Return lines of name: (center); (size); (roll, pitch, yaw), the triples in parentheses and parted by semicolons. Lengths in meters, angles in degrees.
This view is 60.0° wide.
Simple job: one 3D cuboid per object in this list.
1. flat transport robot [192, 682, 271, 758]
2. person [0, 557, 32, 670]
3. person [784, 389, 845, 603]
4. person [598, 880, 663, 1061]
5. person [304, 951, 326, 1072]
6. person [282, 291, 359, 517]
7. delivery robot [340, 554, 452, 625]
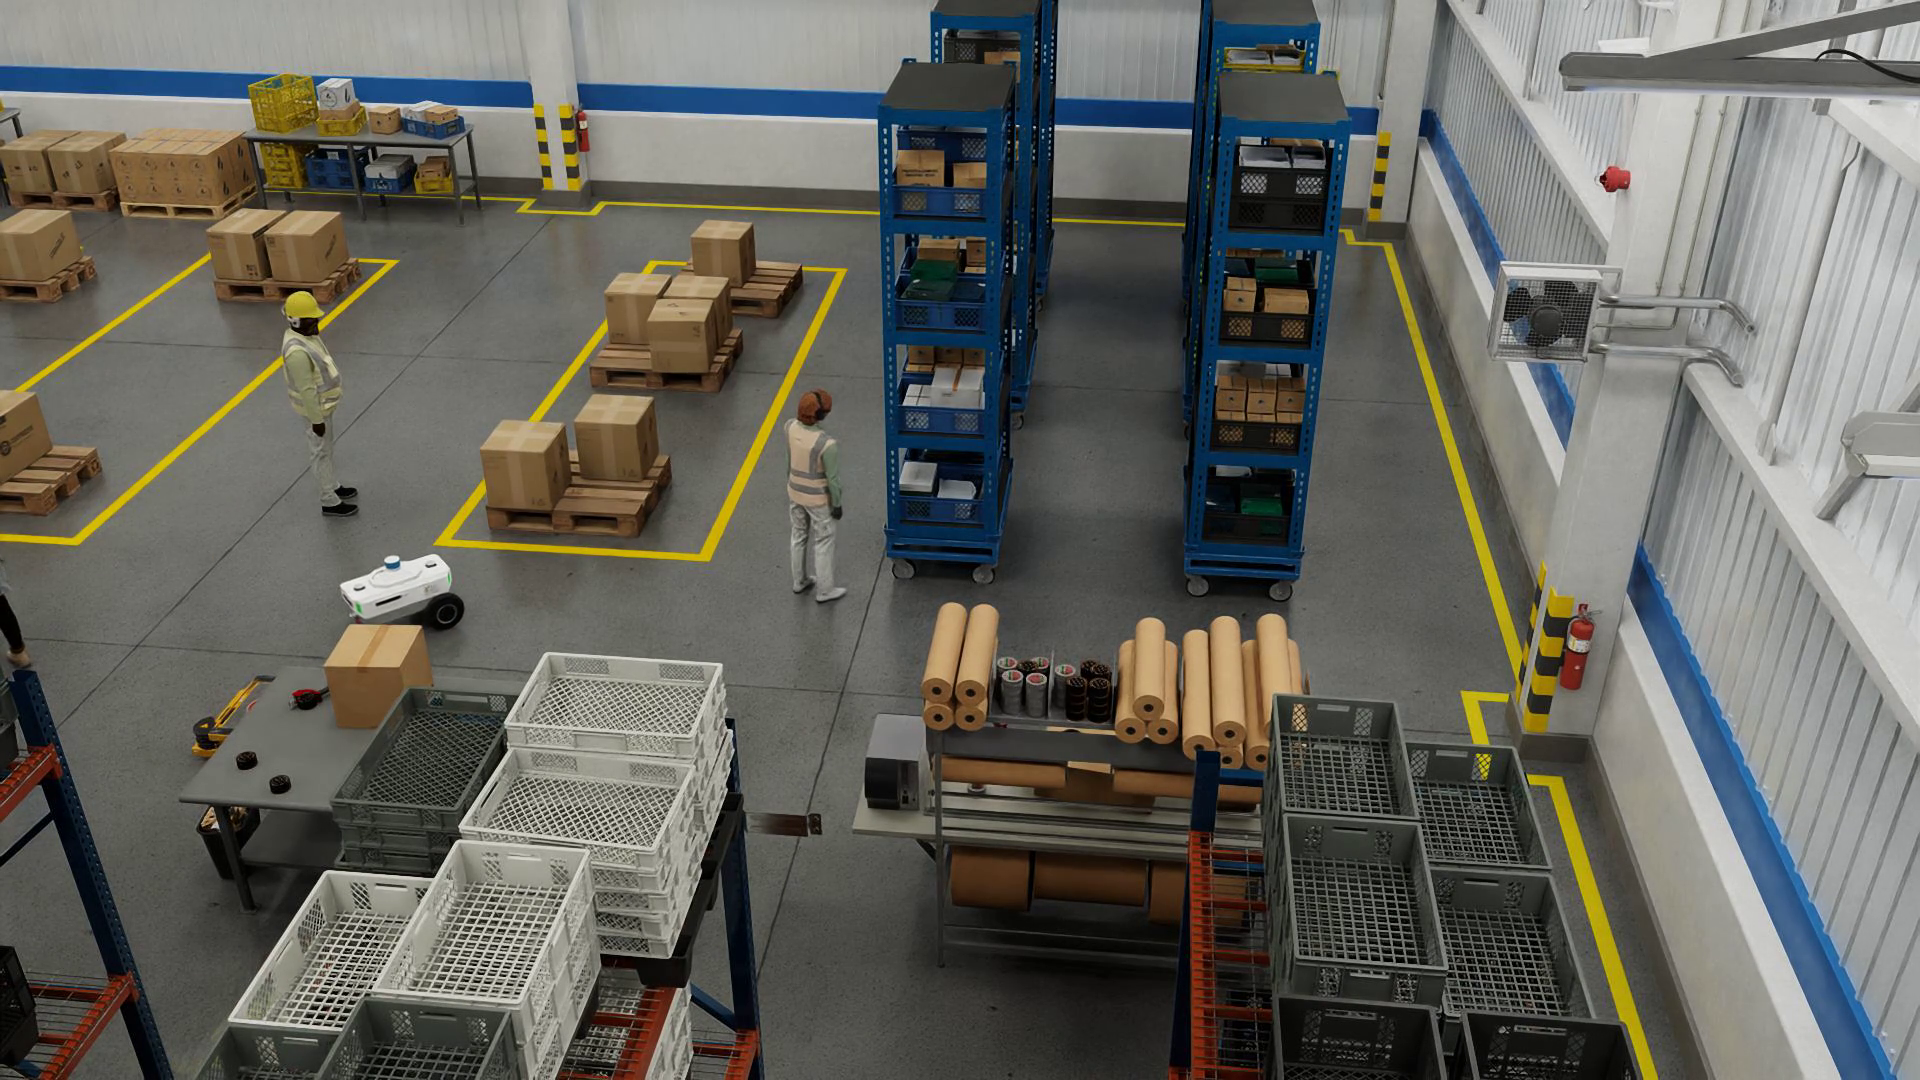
flat transport robot: (-4.089, 1.163, 10.648); (1.431, 0.197, 0.652); (3, 30, 6)
person: (-6.553, 0.171, 10.957); (0.321, 1.691, 0.534); (15, 33, 24)
person: (-1.046, -0.304, 11.828); (0.522, 1.631, 0.316); (25, 39, 36)
person: (-1.578, 1.771, 7.968); (0.627, 1.932, 0.361); (-6, 31, -10)
person: (-2.570, 2.368, 7.095); (0.928, 1.774, 0.638); (-11, 32, -17)
person: (-4.991, -1.069, 12.942); (0.403, 1.827, 0.601); (-9, 31, -15)
delivery robot: (-3.955, 0.342, 11.688); (0.707, 0.478, 0.477); (-21, 36, -31)
